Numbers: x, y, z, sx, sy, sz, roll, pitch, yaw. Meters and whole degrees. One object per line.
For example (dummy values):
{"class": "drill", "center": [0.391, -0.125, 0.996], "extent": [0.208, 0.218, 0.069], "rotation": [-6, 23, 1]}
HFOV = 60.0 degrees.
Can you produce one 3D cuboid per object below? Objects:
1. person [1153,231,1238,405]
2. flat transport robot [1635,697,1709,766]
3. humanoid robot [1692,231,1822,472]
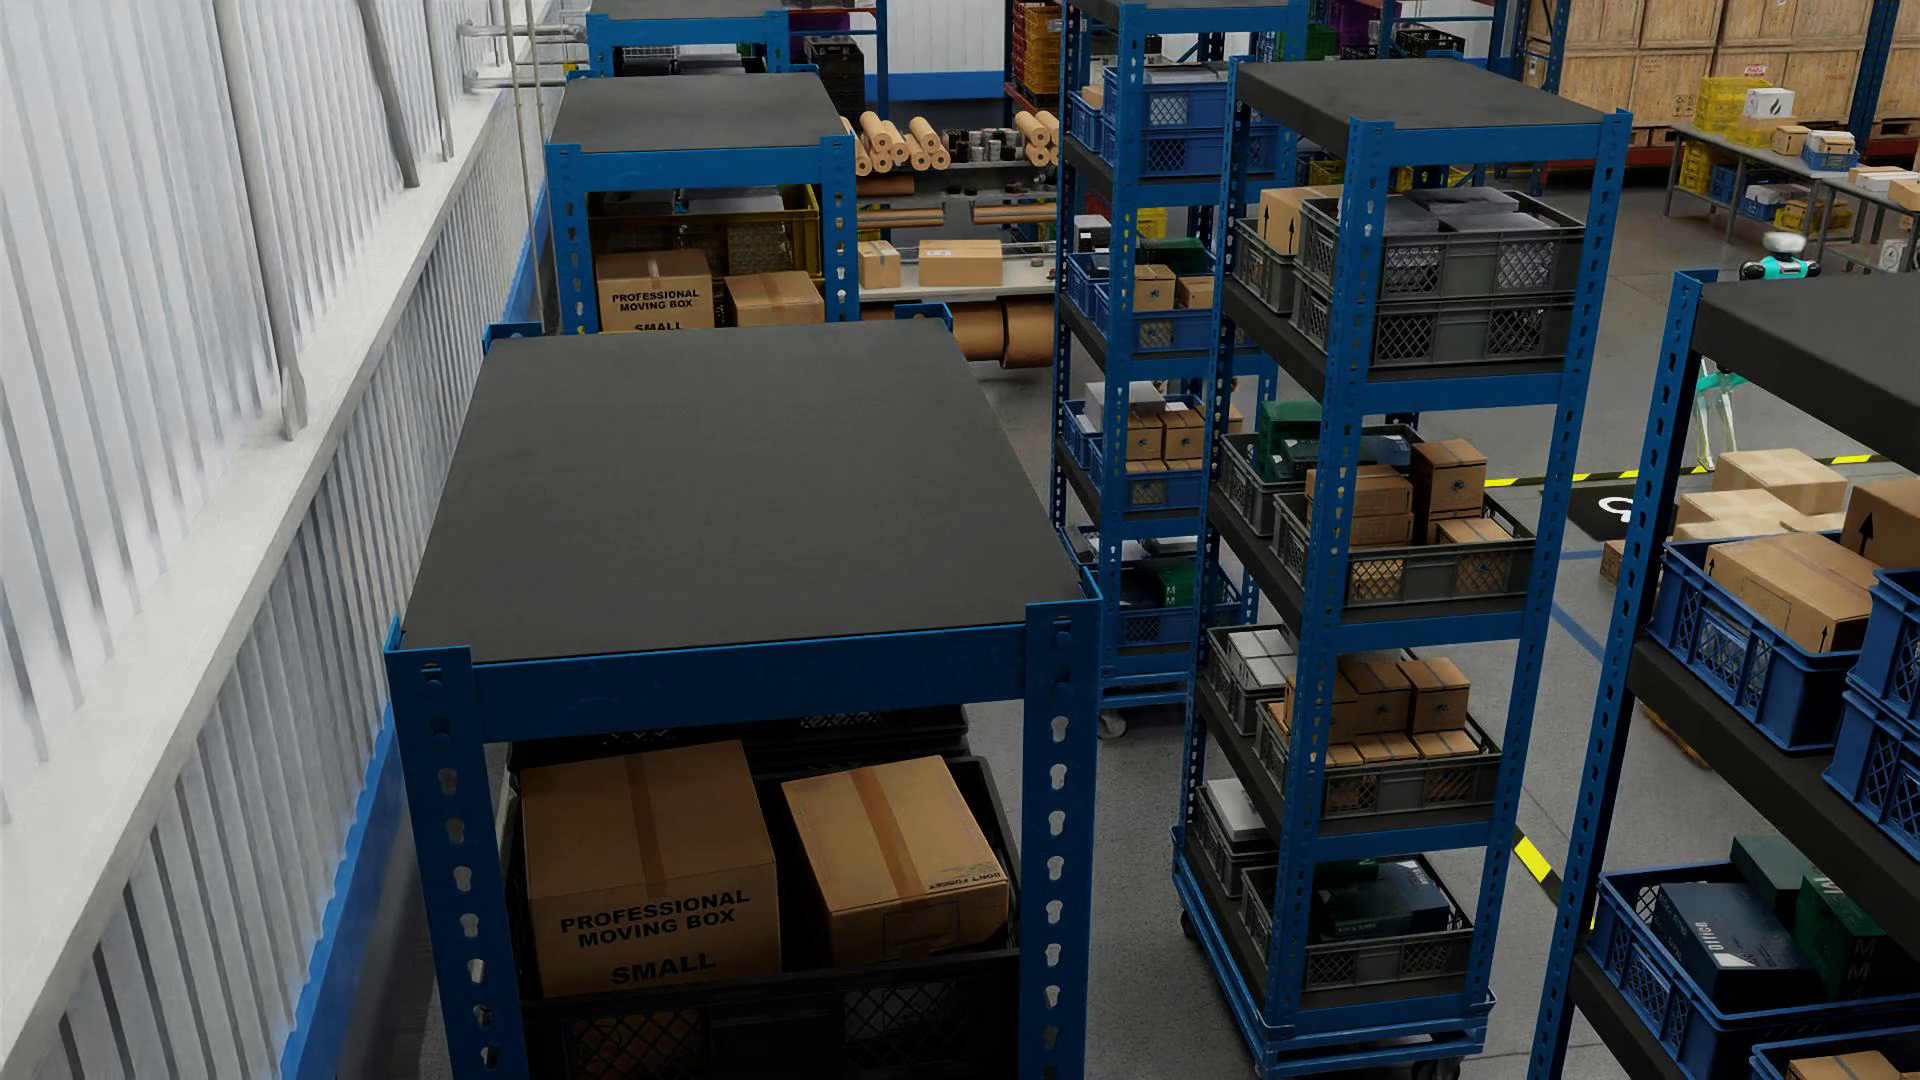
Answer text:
{"class": "person", "center": [1.533, -1.107, 10.812], "extent": [0.595, 1.849, 0.389], "rotation": [-3, 25, -7]}
{"class": "flat transport robot", "center": [4.259, 0.844, 8.430], "extent": [1.431, 0.197, 0.652], "rotation": [-4, 25, -8]}
{"class": "humanoid robot", "center": [5.264, -1.307, 11.223], "extent": [0.533, 1.677, 0.735], "rotation": [-4, 25, -8]}
